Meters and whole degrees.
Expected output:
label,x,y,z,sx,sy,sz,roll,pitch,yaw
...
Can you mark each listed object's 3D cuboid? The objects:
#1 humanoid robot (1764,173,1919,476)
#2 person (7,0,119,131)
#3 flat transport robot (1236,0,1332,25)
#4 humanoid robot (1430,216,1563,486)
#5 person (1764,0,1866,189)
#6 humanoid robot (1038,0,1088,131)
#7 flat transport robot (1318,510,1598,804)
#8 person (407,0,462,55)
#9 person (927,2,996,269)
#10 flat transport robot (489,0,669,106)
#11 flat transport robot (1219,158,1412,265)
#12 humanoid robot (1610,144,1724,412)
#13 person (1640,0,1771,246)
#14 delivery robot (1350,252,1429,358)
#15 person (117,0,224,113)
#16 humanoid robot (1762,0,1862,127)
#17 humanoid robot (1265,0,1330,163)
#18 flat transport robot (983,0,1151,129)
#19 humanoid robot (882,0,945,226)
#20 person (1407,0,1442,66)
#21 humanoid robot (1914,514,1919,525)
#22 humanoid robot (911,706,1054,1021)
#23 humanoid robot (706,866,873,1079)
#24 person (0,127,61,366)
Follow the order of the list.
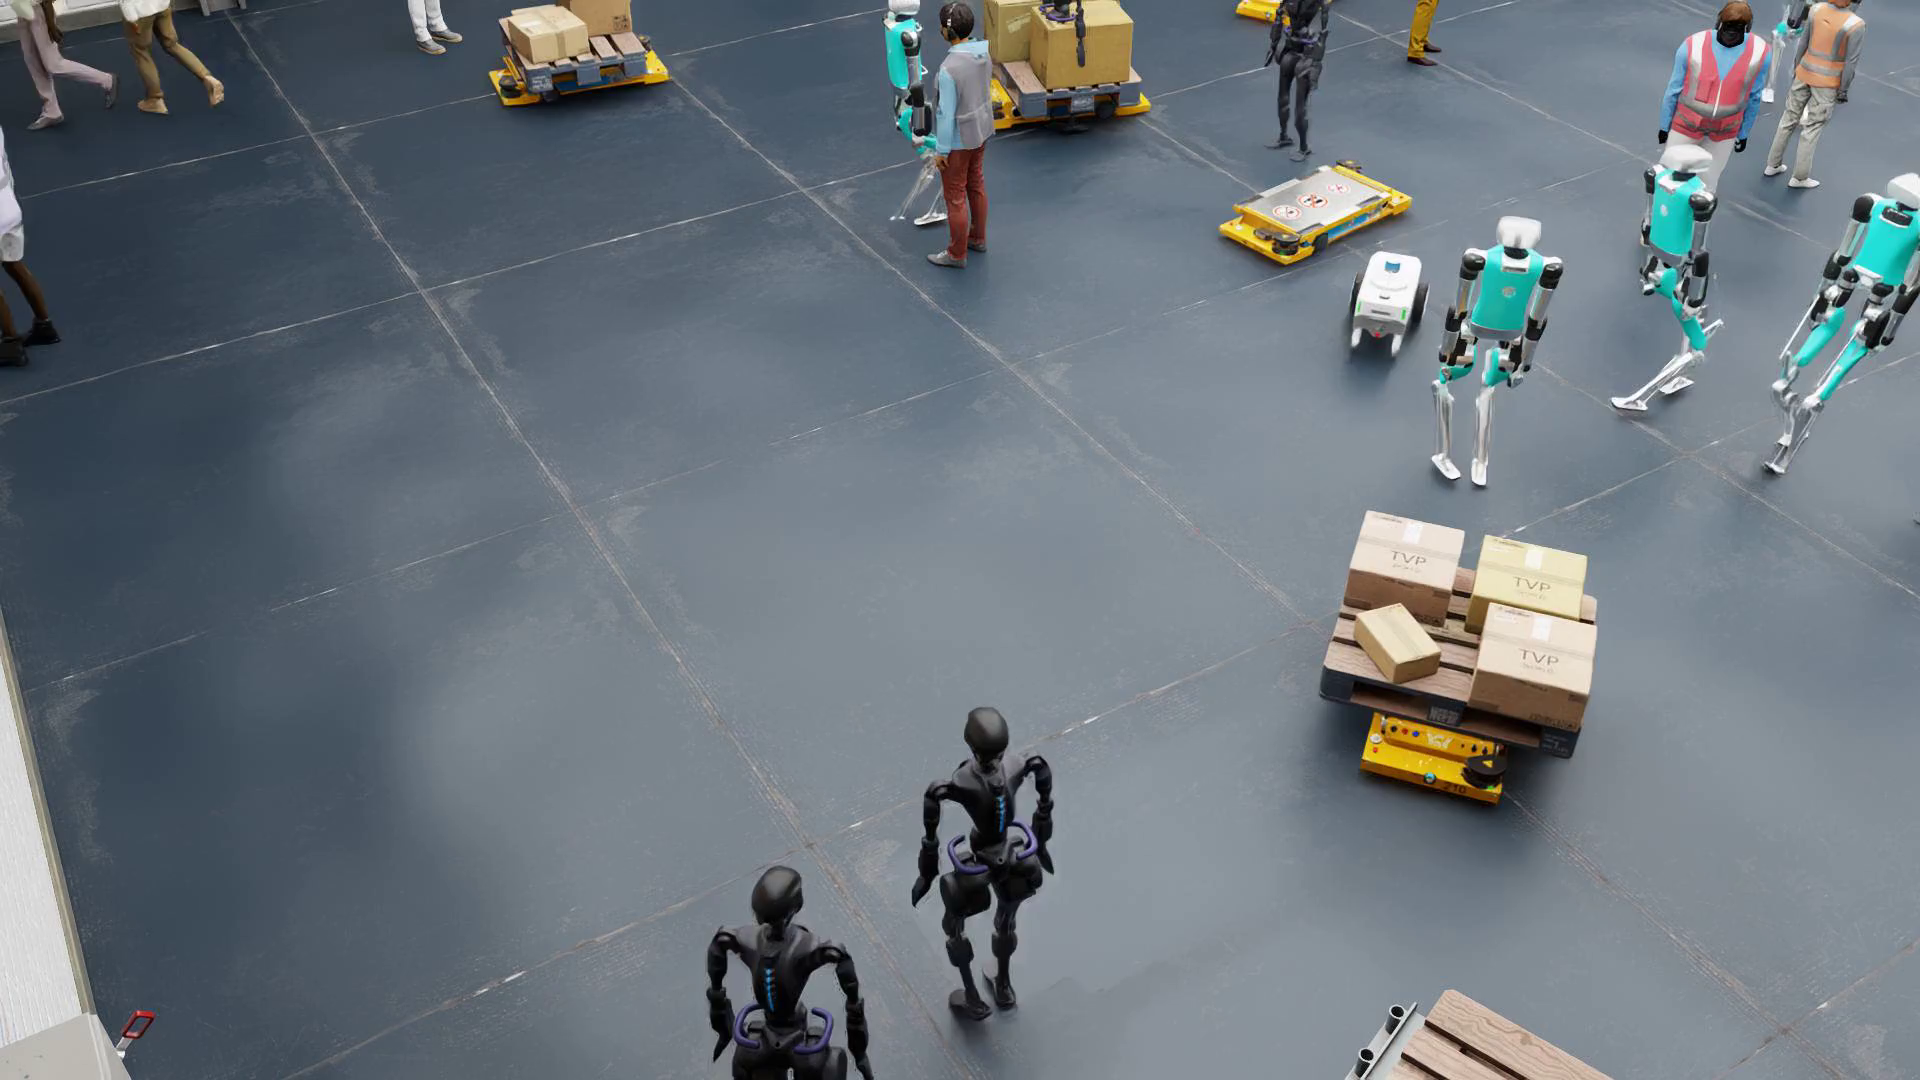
label,x,y,z,sx,sy,sz,roll,pitch,yaw
humanoid robot,5.062,-1.165,9.665,0.797,1.890,0.548,-24,44,-28
person,-7.401,-4.236,13.386,0.574,1.821,0.711,30,47,33
flat transport robot,3.269,-5.288,15.964,0.659,0.231,1.431,22,44,26
humanoid robot,2.998,-1.134,9.487,0.541,1.726,0.697,6,39,8
person,6.485,-3.464,12.555,0.306,1.643,0.513,-17,41,-20
humanoid robot,0.807,-4.077,13.299,0.327,1.656,0.601,-18,42,-22
flat transport robot,2.483,0.703,8.404,0.659,0.231,1.431,13,40,16
person,-4.769,-5.254,14.622,0.356,1.884,0.574,11,40,14
person,0.025,-2.777,11.508,0.414,1.872,0.536,20,42,23
flat transport robot,-3.316,-4.074,14.433,1.431,0.231,0.659,-15,41,-18
flat transport robot,2.661,-2.456,12.391,1.431,0.231,0.659,-28,46,-30
humanoid robot,4.456,-1.597,10.128,0.885,1.750,0.554,-12,40,-15
person,5.231,-2.895,11.690,0.630,1.837,0.431,10,40,13
delivery robot,2.853,-1.615,11.108,0.499,0.606,0.807,13,40,15
person,-6.564,-4.301,13.527,0.720,1.742,0.527,14,40,17
humanoid robot,6.931,-4.282,13.531,0.542,1.784,0.882,0,38,0
humanoid robot,2.626,-3.781,12.924,0.347,1.649,0.600,-21,43,-25
flat transport robot,0.828,-3.744,14.016,1.431,0.231,0.659,-9,39,-11
humanoid robot,-0.201,-3.050,11.989,0.684,1.834,0.545,-13,40,-16
person,4.176,-5.027,14.450,0.343,1.750,0.529,12,40,15
humanoid robot,5.831,-0.796,9.178,0.664,1.629,0.615,-16,41,-19
humanoid robot,0.104,1.283,6.546,0.591,1.661,0.411,-14,41,-17
humanoid robot,-0.614,1.848,5.842,0.610,1.622,0.618,6,39,7
person,-6.203,-2.039,10.555,0.434,1.912,0.625,5,39,7
